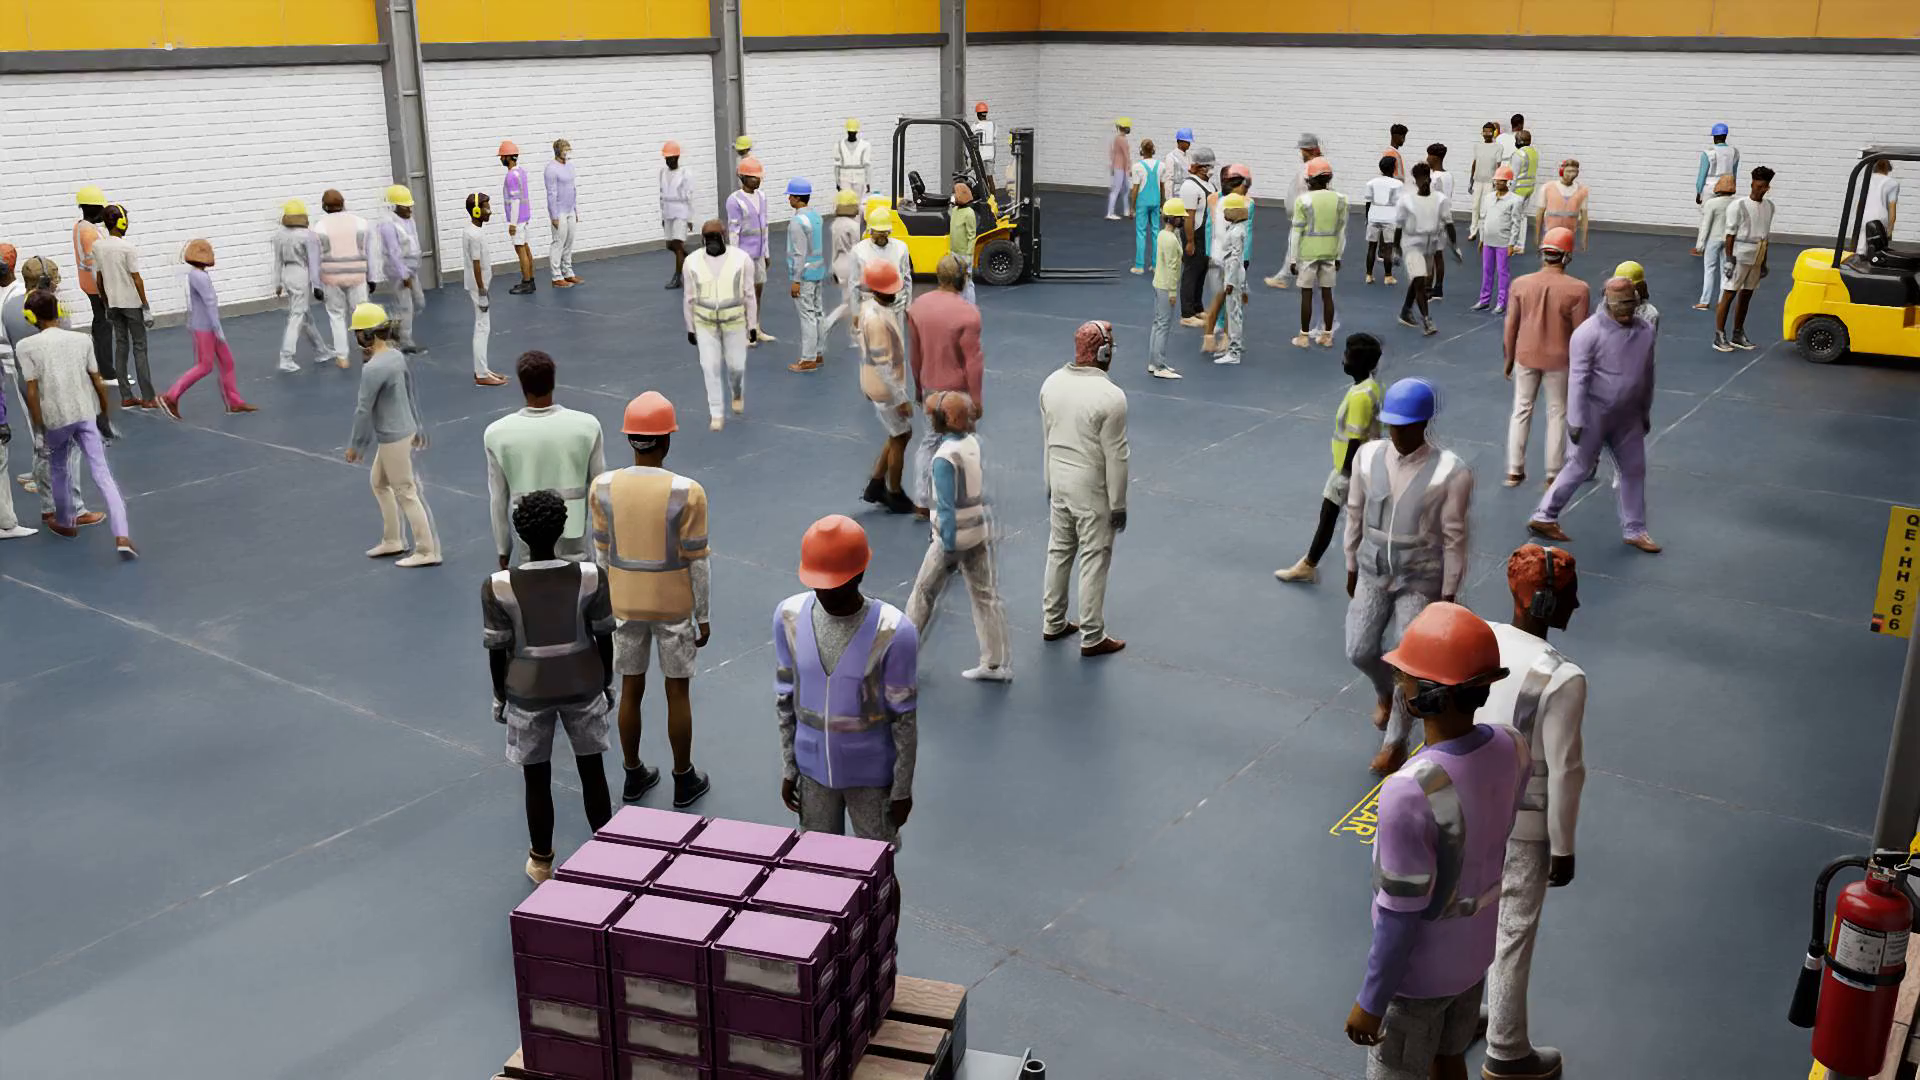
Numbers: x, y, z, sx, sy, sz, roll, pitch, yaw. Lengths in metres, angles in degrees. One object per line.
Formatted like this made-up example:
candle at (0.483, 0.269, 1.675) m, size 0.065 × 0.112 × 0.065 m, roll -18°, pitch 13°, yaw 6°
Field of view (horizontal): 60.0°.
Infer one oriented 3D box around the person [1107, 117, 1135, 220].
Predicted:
person at (2.885, -6.439, 28.876) m, size 0.741 × 1.741 × 0.541 m, roll -2°, pitch 18°, yaw -7°

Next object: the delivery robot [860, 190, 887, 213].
delivery robot at (-1.418, -5.746, 28.478) m, size 0.707 × 0.478 × 0.477 m, roll 1°, pitch 18°, yaw 3°

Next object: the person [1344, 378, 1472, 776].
person at (2.120, 0.157, 7.945) m, size 0.627 × 1.932 × 0.568 m, roll 13°, pitch 22°, yaw 36°

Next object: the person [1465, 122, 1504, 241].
person at (8.221, -5.604, 26.085) m, size 0.509 × 1.860 × 0.333 m, roll 15°, pitch 23°, yaw 39°

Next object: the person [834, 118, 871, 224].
person at (-1.683, -5.649, 26.146) m, size 0.585 × 1.902 × 0.681 m, roll -1°, pitch 18°, yaw -2°

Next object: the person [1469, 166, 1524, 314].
person at (6.458, -3.607, 19.996) m, size 0.323 × 1.755 × 0.563 m, roll -11°, pitch 21°, yaw -30°

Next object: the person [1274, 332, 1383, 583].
person at (2.471, -0.468, 10.352) m, size 0.857 × 1.652 × 0.540 m, roll 4°, pitch 18°, yaw 11°

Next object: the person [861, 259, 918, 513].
person at (-0.473, -1.086, 11.913) m, size 0.446 × 1.890 × 0.599 m, roll -1°, pitch 18°, yaw -3°

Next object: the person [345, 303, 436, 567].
person at (-3.768, -0.665, 10.811) m, size 0.658 × 1.741 × 0.542 m, roll 0°, pitch 18°, yaw -1°

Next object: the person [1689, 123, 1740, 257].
person at (11.154, -5.163, 24.576) m, size 0.605 × 1.939 × 0.416 m, roll -2°, pitch 18°, yaw -8°

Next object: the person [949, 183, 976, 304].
person at (0.012, -3.294, 19.216) m, size 0.279 × 1.634 × 0.498 m, roll -9°, pitch 20°, yaw -26°

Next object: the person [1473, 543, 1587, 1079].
person at (1.859, 0.922, 5.627) m, size 0.362 × 1.883 × 0.575 m, roll -8°, pitch 19°, yaw -23°

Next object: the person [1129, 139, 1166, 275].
person at (2.577, -4.583, 22.919) m, size 0.505 × 1.839 × 0.344 m, roll -5°, pitch 19°, yaw -17°

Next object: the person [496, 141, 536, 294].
person at (-5.708, -4.131, 21.346) m, size 0.376 × 1.935 × 0.550 m, roll 0°, pitch 18°, yaw 0°

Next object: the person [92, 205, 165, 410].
person at (-7.582, -2.109, 15.149) m, size 0.521 × 1.861 × 0.327 m, roll 6°, pitch 19°, yaw 17°

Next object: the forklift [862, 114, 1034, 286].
forklift at (-0.171, -4.594, 22.377) m, size 2.313 × 2.155 × 1.214 m, roll 1°, pitch 18°, yaw 3°

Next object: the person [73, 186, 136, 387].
person at (-8.323, -2.455, 16.120) m, size 0.372 × 1.923 × 0.595 m, roll -11°, pitch 21°, yaw -30°

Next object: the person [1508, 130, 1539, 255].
person at (8.328, -5.172, 24.784) m, size 0.636 × 1.830 × 0.429 m, roll -17°, pitch 24°, yaw -42°

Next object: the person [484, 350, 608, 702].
person at (-2.092, -0.018, 8.544) m, size 0.589 × 1.907 × 0.401 m, roll -6°, pitch 19°, yaw -17°

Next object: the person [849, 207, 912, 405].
person at (-0.720, -2.160, 15.372) m, size 0.602 × 1.821 × 0.403 m, roll -6°, pitch 19°, yaw -19°

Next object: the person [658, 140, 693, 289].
person at (-3.684, -4.291, 21.887) m, size 0.549 × 1.915 × 0.720 m, roll 10°, pitch 20°, yaw 29°

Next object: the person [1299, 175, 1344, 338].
person at (4.003, -3.172, 18.415) m, size 0.452 × 1.894 × 0.627 m, roll 0°, pitch 18°, yaw -1°

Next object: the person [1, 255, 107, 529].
person at (-6.345, -1.018, 11.632) m, size 0.635 × 1.928 × 0.382 m, roll 9°, pitch 20°, yaw 27°

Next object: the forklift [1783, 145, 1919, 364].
forklift at (9.803, -2.879, 17.013) m, size 2.313 × 2.155 × 1.214 m, roll 12°, pitch 21°, yaw 33°

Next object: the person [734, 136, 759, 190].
person at (-3.205, -5.239, 25.146) m, size 0.531 × 1.719 × 0.553 m, roll -16°, pitch 23°, yaw -40°

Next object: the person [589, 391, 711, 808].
person at (-1.381, 0.281, 7.571) m, size 0.539 × 1.929 × 0.388 m, roll 2°, pitch 18°, yaw 8°

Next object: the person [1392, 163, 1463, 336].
person at (5.253, -3.289, 18.767) m, size 0.699 × 1.901 × 1.018 m, roll -4°, pitch 18°, yaw -14°

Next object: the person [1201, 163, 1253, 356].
person at (2.820, -2.942, 17.523) m, size 0.634 × 1.994 × 0.624 m, roll -8°, pitch 19°, yaw -24°

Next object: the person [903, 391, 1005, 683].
person at (-0.113, -0.015, 9.010) m, size 0.858 × 1.598 × 0.513 m, roll 8°, pitch 19°, yaw 22°

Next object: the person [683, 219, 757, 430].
person at (-2.092, -1.892, 14.523) m, size 0.644 × 1.823 × 0.542 m, roll -1°, pitch 18°, yaw -2°

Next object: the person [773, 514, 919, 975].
person at (-0.415, 0.817, 5.908) m, size 0.541 × 1.920 × 0.418 m, roll 7°, pitch 19°, yaw 20°

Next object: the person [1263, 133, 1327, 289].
person at (4.445, -4.322, 21.775) m, size 0.726 × 2.000 × 0.701 m, roll 4°, pitch 18°, yaw 12°

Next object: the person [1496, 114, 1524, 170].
person at (8.949, -5.941, 27.043) m, size 0.597 × 1.913 × 0.369 m, roll 16°, pitch 24°, yaw 41°
